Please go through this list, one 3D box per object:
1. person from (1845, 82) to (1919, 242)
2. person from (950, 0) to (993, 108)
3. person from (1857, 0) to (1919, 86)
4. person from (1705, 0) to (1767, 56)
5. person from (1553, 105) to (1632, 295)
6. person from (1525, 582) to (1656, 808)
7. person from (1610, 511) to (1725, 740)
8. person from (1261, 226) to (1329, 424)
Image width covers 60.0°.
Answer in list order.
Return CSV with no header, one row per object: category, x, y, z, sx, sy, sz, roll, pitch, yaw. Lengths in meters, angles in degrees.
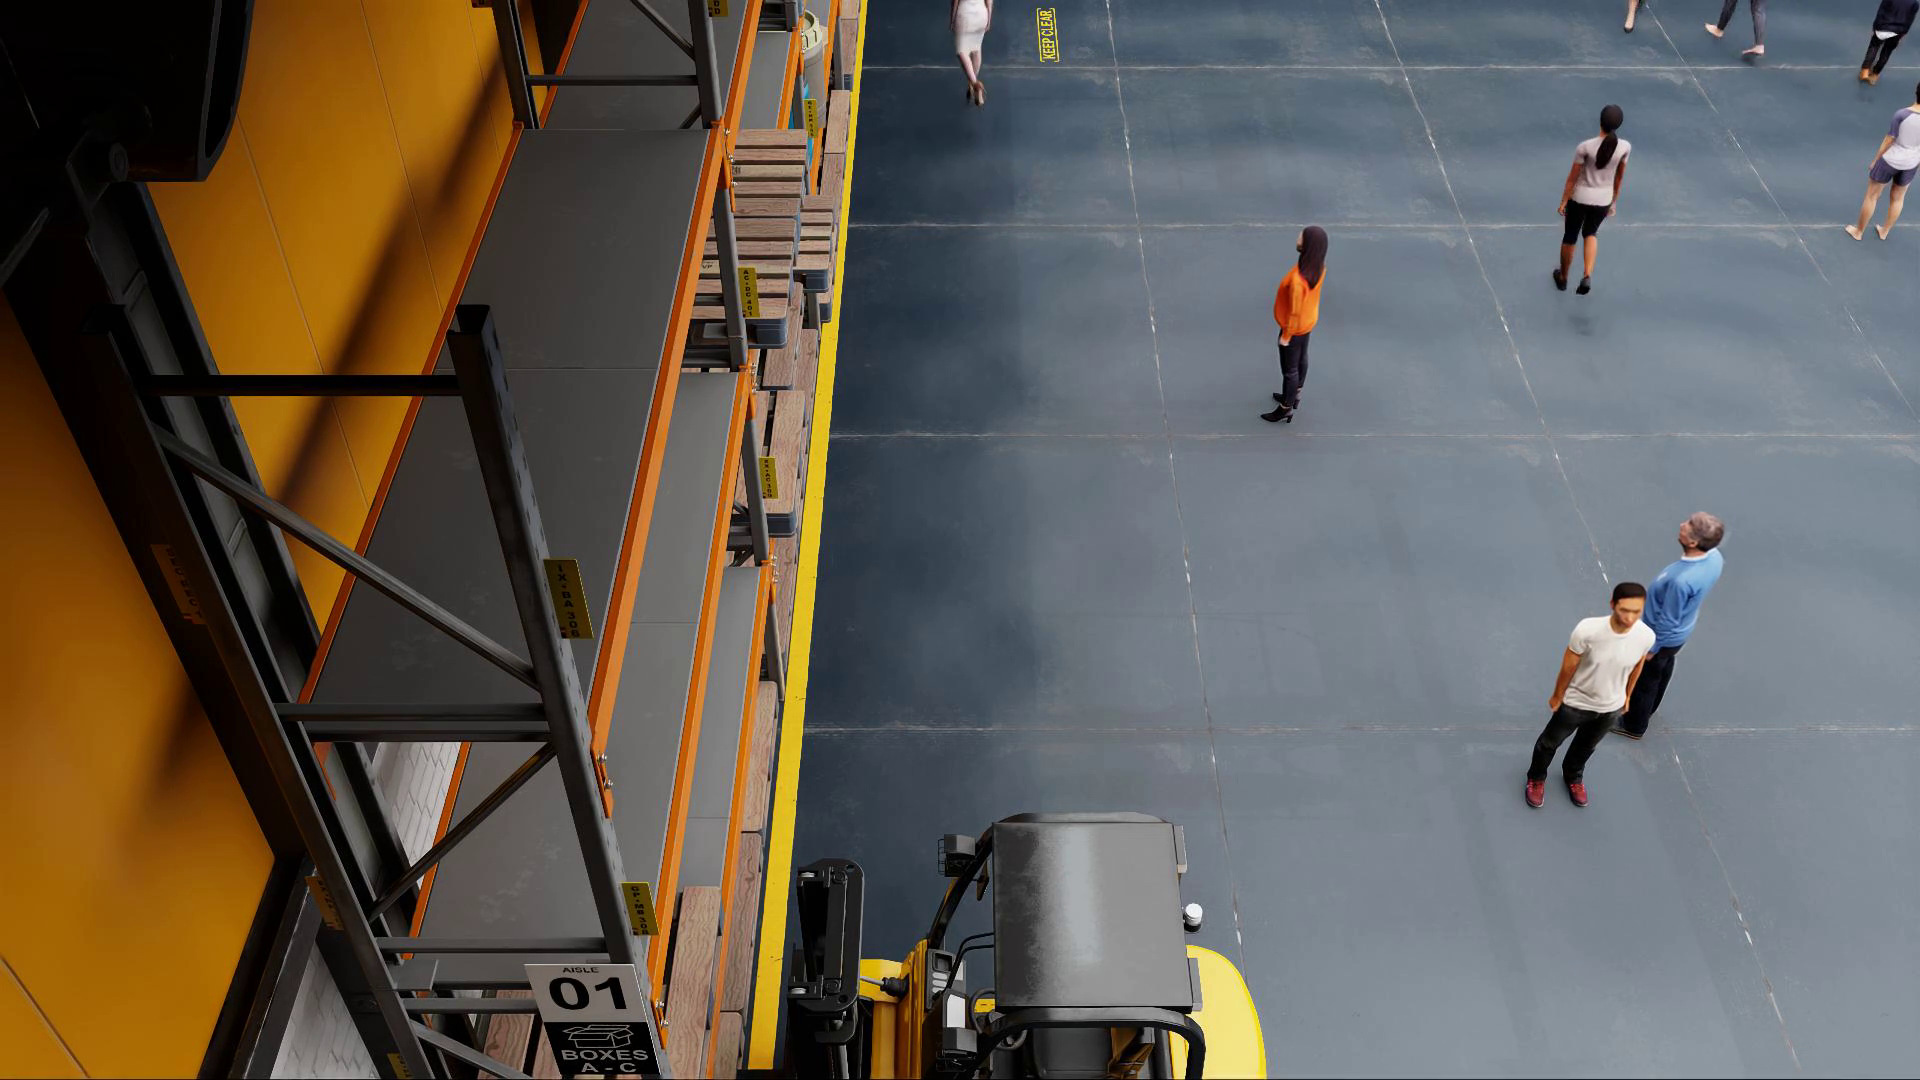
person,8.257,-3.355,14.628,0.565,1.565,0.523,2,44,2
person,0.125,-4.988,16.190,0.721,1.775,0.945,-10,45,-11
person,9.399,-5.161,16.775,0.573,1.218,0.596,19,47,19
person,8.260,-5.821,17.100,0.843,1.727,1.183,-10,45,-11
person,5.284,-2.783,13.904,0.610,1.737,0.814,1,44,1
person,3.785,0.919,9.968,0.628,1.805,0.512,0,44,0
person,4.417,0.531,10.367,0.801,1.817,0.720,30,51,28
person,2.586,-1.647,12.703,0.766,1.748,0.656,22,48,21
